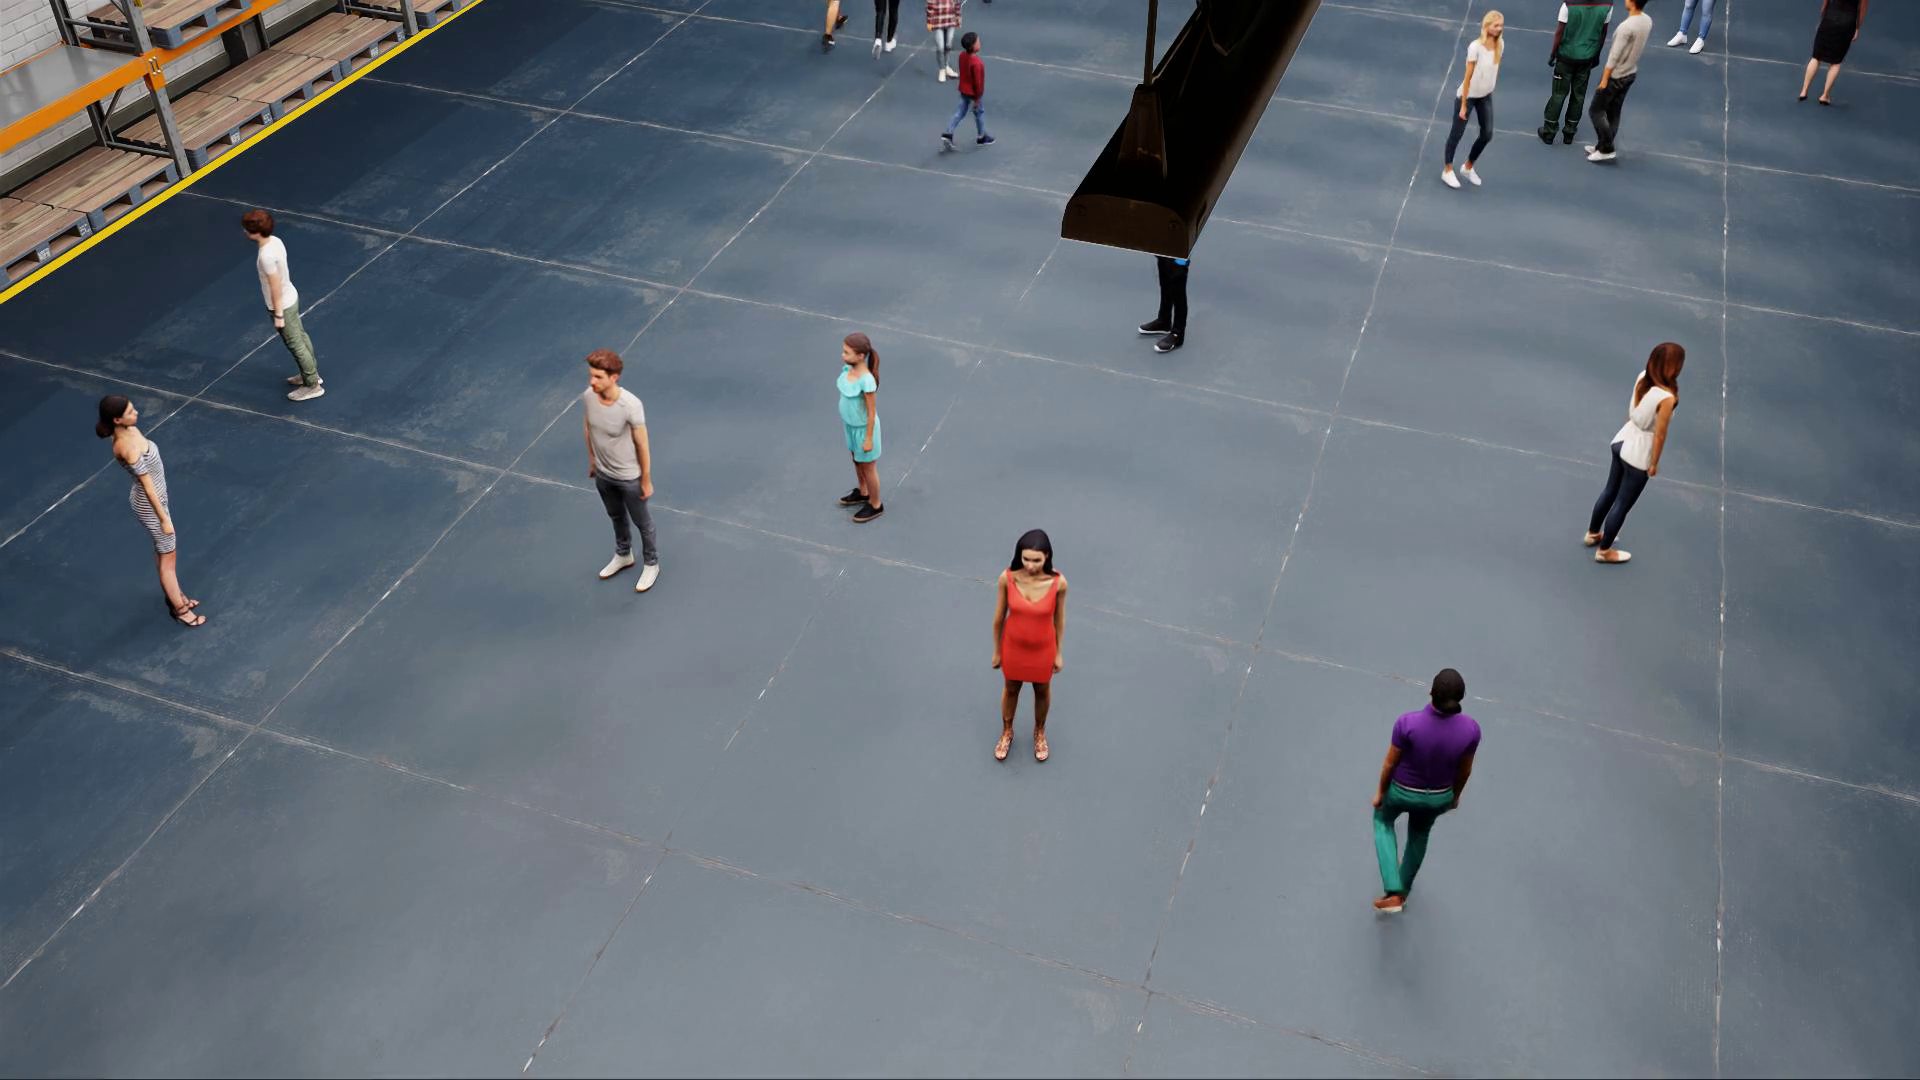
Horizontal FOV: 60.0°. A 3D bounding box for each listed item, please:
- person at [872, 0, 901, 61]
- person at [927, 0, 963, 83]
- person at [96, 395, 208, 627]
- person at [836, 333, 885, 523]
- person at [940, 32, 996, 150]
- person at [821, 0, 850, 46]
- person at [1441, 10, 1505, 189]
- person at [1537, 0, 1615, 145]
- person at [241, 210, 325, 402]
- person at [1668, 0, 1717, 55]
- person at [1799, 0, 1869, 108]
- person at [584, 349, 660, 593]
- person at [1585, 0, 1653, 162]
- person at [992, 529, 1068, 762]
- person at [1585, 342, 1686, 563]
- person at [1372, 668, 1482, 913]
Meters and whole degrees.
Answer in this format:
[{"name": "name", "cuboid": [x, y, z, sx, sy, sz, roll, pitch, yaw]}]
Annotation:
[{"name": "person", "cuboid": [-0.820, -6.293, 18.830, 0.773, 1.730, 1.091, 3, 39, 3]}, {"name": "person", "cuboid": [-0.194, -5.799, 18.558, 0.654, 1.298, 0.708, -16, 41, -19]}, {"name": "person", "cuboid": [-5.407, -0.197, 11.124, 0.729, 1.822, 0.680, -19, 42, -22]}, {"name": "person", "cuboid": [-0.719, -0.836, 12.136, 0.691, 1.558, 0.633, -17, 42, -20]}, {"name": "person", "cuboid": [0.051, -4.603, 17.106, 0.911, 1.240, 0.772, -25, 45, -28]}, {"name": "person", "cuboid": [-1.478, -6.549, 19.207, 0.605, 1.661, 1.135, 12, 40, 14]}, {"name": "person", "cuboid": [4.980, -4.352, 16.346, 0.743, 1.797, 0.797, -13, 41, -16]}, {"name": "person", "cuboid": [6.326, -4.965, 17.079, 0.752, 1.840, 0.714, 2, 39, 2]}, {"name": "person", "cuboid": [-5.451, -1.902, 13.393, 0.727, 1.654, 0.637, -9, 40, -11]}, {"name": "person", "cuboid": [8.587, -6.452, 19.107, 0.742, 1.634, 0.734, -26, 46, -29]}, {"name": "person", "cuboid": [9.422, -5.517, 17.845, 0.647, 1.748, 0.611, 27, 46, 29]}, {"name": "person", "cuboid": [-2.328, -0.499, 11.440, 0.697, 1.898, 0.616, 20, 43, 23]}, {"name": "person", "cuboid": [6.676, -4.682, 16.752, 0.762, 1.806, 0.847, -27, 46, -30]}, {"name": "person", "cuboid": [0.421, 0.642, 10.156, 0.646, 1.718, 0.615, 3, 39, 3]}, {"name": "person", "cuboid": [4.727, -0.620, 11.684, 0.714, 1.784, 0.606, -6, 39, -7]}, {"name": "person", "cuboid": [2.523, 1.445, 9.119, 0.760, 1.757, 0.861, 2, 39, 2]}]
